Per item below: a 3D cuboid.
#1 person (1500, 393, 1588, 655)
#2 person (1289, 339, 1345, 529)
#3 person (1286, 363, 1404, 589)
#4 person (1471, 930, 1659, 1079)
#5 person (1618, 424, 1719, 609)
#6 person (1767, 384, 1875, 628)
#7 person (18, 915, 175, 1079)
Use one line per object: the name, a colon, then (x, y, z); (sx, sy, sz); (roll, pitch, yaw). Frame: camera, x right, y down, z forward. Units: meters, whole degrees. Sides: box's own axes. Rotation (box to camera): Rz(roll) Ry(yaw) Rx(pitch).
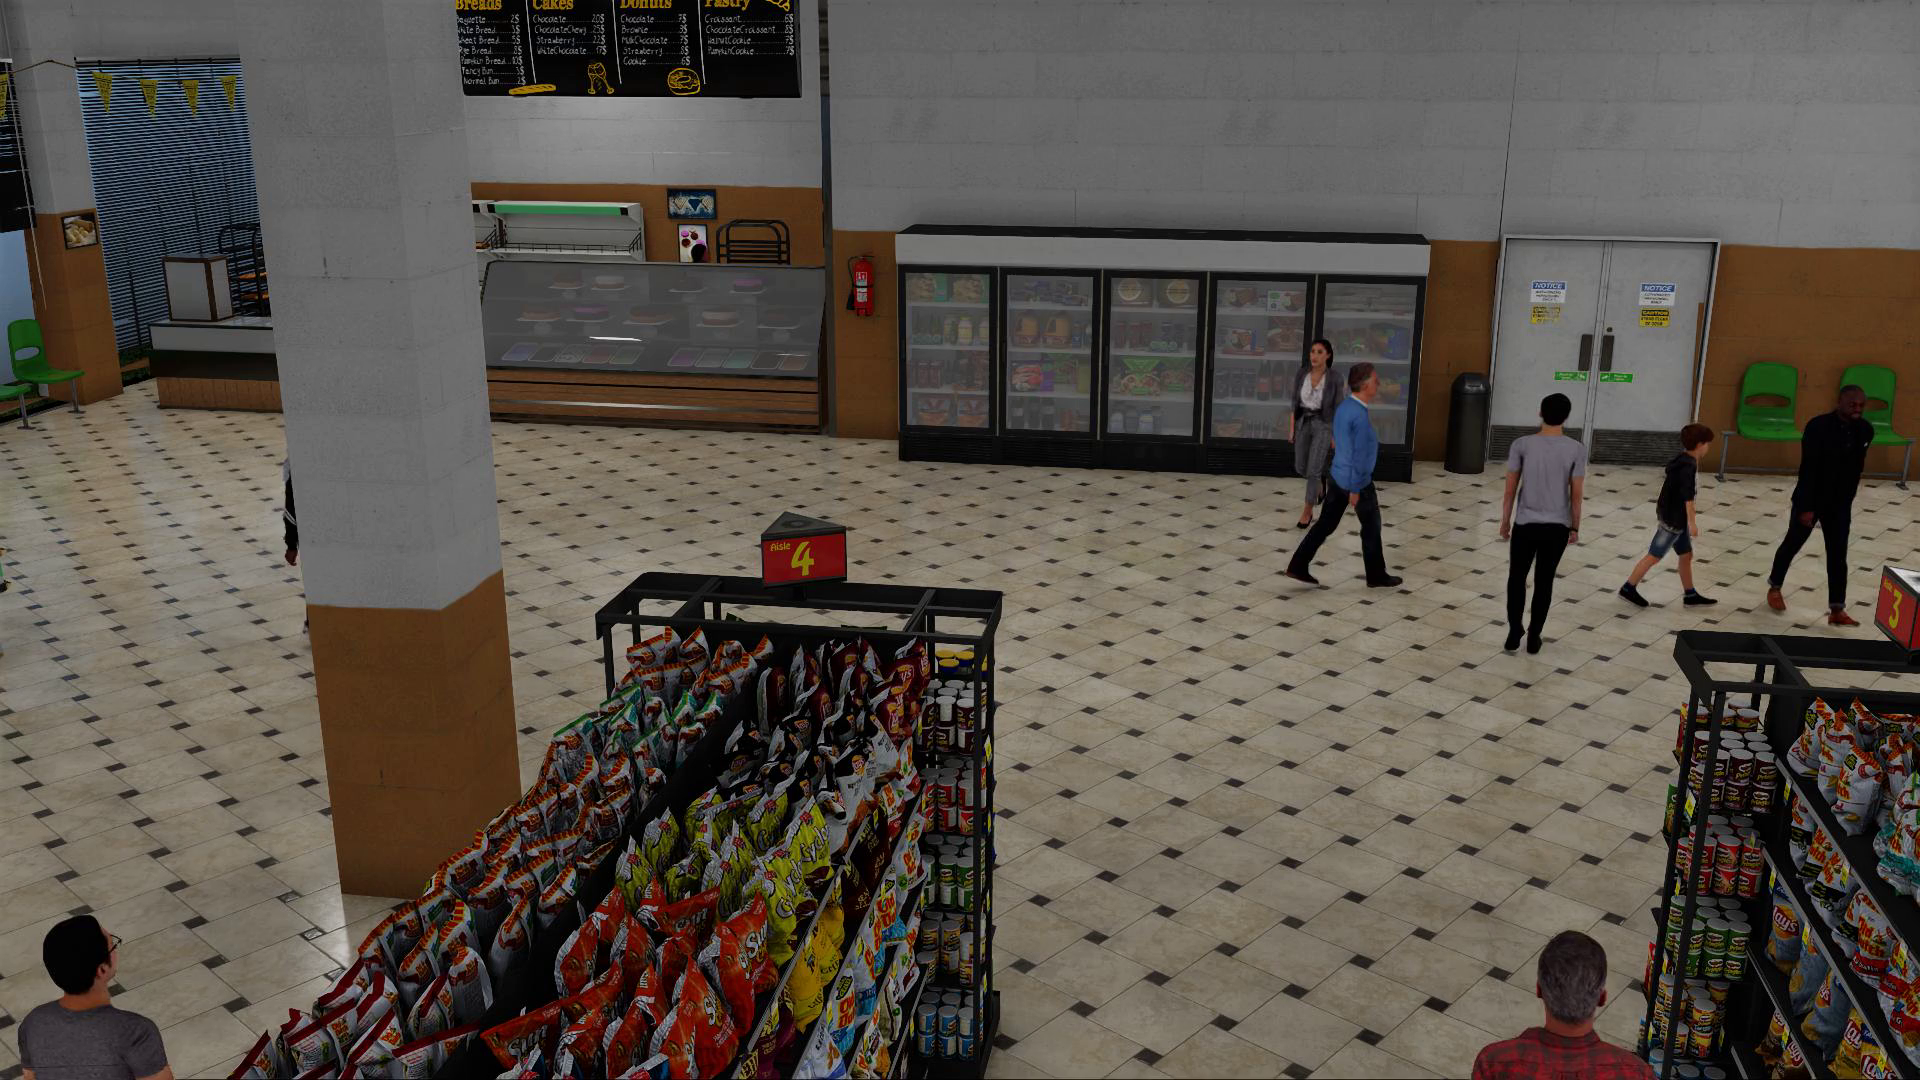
person: (3.976, -0.069, 11.401); (0.766, 1.850, 0.919); (6, 18, 20)
person: (3.152, -0.947, 14.621); (0.858, 1.660, 1.006); (12, 21, 34)
person: (2.925, -0.459, 12.817); (1.005, 1.775, 1.196); (-3, 17, -10)
person: (1.639, 1.996, 4.661); (0.701, 1.815, 0.784); (4, 17, 12)
person: (5.296, -0.156, 12.435); (0.737, 1.417, 0.909); (8, 18, 24)
person: (6.282, -0.278, 12.223); (0.903, 1.774, 1.187); (0, 17, -1)
person: (-2.529, 1.962, 4.920); (0.704, 1.731, 1.167); (5, 18, 16)
